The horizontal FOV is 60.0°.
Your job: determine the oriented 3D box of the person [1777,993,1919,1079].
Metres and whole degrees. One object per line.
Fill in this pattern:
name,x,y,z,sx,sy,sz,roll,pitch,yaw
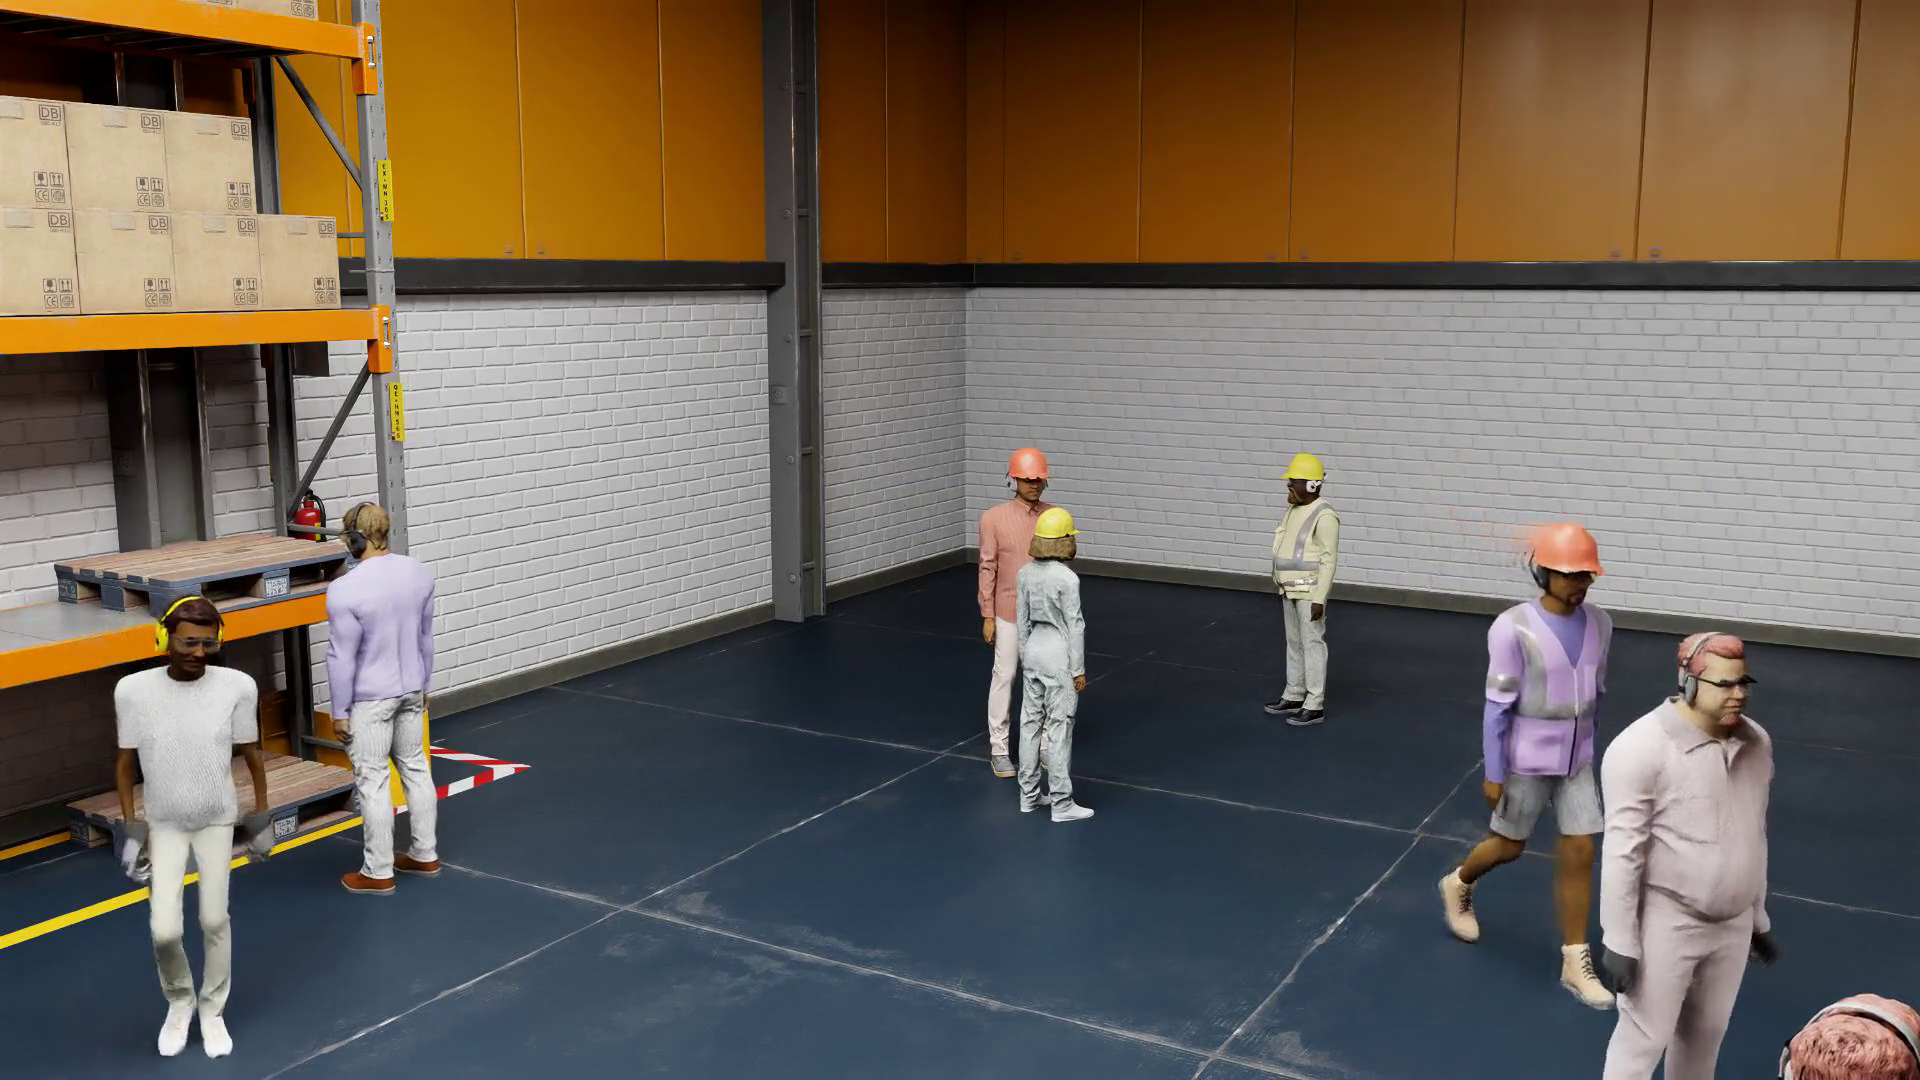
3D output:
person,1.393,1.659,2.719,0.638,1.900,0.400,8,12,41

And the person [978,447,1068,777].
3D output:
person,0.398,0.430,10.081,0.612,1.995,0.377,-4,10,-25

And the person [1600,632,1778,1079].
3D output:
person,2.364,1.229,5.375,0.654,1.905,0.402,-4,10,-22

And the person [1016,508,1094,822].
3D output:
person,0.522,0.686,9.263,0.299,1.745,0.483,-8,12,-40

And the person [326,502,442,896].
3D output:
person,-2.827,0.769,8.167,0.353,1.932,0.628,5,10,29

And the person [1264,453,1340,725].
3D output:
person,2.308,0.326,11.228,0.403,1.835,0.587,-2,9,-14

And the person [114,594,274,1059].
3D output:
person,-2.914,1.103,6.373,0.530,1.835,0.443,-4,10,-23

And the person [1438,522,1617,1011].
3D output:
person,2.464,0.897,7.144,0.619,2.015,0.949,-3,10,-20
